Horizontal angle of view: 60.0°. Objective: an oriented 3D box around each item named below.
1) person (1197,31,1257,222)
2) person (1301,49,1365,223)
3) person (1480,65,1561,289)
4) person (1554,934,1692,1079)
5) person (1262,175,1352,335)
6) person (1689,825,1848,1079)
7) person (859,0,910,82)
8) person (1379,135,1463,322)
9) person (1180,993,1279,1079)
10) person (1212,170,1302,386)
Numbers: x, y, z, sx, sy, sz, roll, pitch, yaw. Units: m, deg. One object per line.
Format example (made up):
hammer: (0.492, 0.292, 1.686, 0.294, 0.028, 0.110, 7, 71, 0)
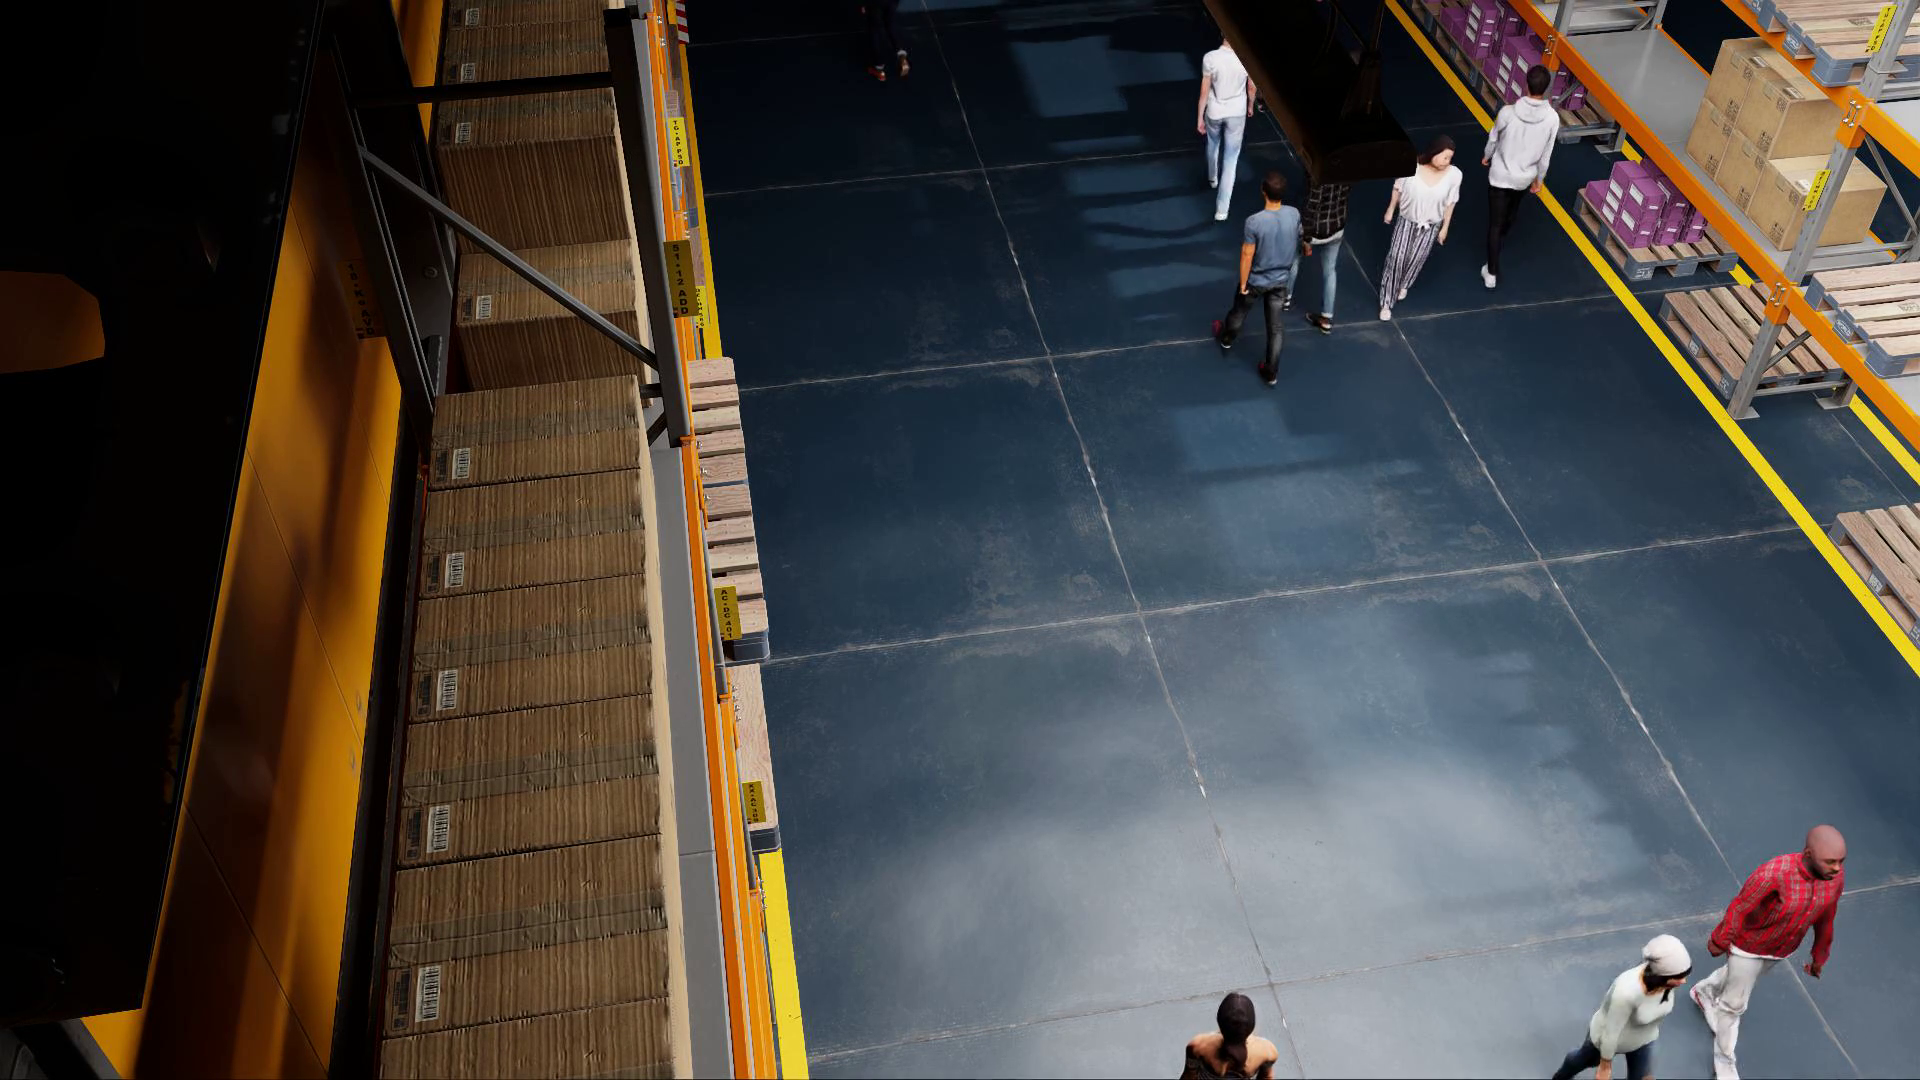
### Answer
person: (2.365, -3.716, 14.806, 0.956, 1.808, 1.311, 8, 44, 8)
person: (3.231, -3.345, 14.405, 0.999, 1.825, 1.252, 8, 44, 9)
person: (4.657, -3.014, 14.021, 0.896, 1.873, 1.258, 4, 44, 4)
person: (3.313, 2.448, 8.467, 0.689, 1.626, 0.878, -14, 45, -14)
person: (3.005, -2.474, 13.514, 0.861, 1.791, 1.049, -20, 47, -20)
person: (4.213, 2.028, 8.780, 0.695, 1.803, 0.923, -6, 44, -6)
person: (-0.735, -5.391, 16.563, 0.886, 1.810, 0.977, -25, 49, -24)
person: (3.826, -2.687, 13.847, 0.966, 1.641, 1.123, 12, 45, 12)
person: (1.261, 2.748, 8.009, 0.639, 1.824, 0.599, 2, 44, 2)
person: (2.446, -2.007, 13.035, 0.755, 1.776, 1.075, -11, 45, -11)
